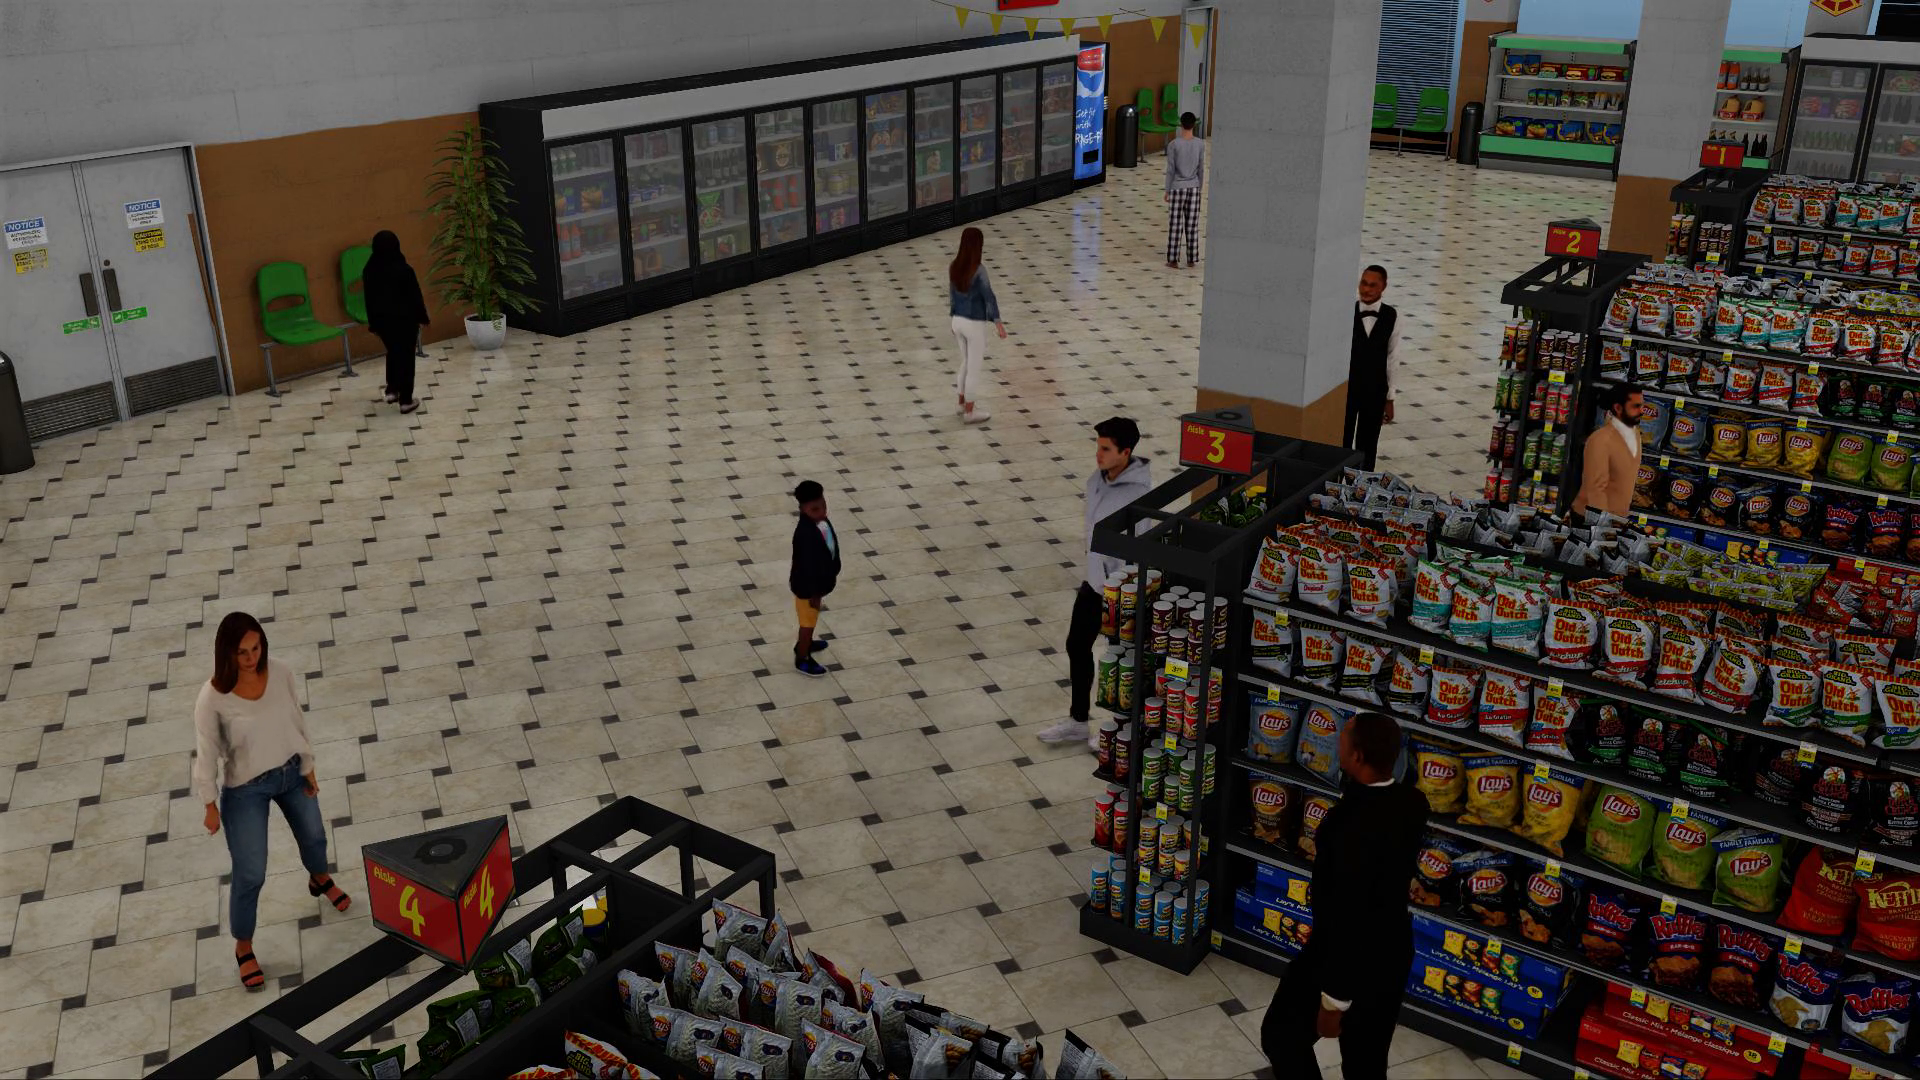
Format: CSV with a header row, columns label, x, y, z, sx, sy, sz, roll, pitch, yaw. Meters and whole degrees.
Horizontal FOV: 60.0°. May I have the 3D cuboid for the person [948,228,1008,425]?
label,x,y,z,sx,sy,sz,roll,pitch,yaw
person,0.044,-1.813,14.258,0.770,1.693,0.653,-16,27,-35

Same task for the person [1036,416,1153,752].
label,x,y,z,sx,sy,sz,roll,pitch,yaw
person,0.895,0.235,8.866,0.955,1.913,0.888,-11,24,-25

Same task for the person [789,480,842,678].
label,x,y,z,sx,sy,sz,roll,pitch,yaw
person,-0.910,0.213,9.819,0.737,1.243,0.736,-3,22,-8

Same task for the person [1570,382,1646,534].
label,x,y,z,sx,sy,sz,roll,pitch,yaw
person,3.753,-0.099,9.968,0.936,1.711,1.287,-15,27,-33

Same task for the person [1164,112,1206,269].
label,x,y,z,sx,sy,sz,roll,pitch,yaw
person,2.707,-4.211,20.020,0.694,1.847,0.752,-4,22,-10

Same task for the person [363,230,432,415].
label,x,y,z,sx,sy,sz,roll,pitch,yaw
person,-4.954,-1.877,14.534,0.706,1.607,0.816,3,22,8

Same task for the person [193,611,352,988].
label,x,y,z,sx,sy,sz,roll,pitch,yaw
person,-3.020,1.070,7.144,0.661,1.647,0.813,16,27,34

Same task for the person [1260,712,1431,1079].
label,x,y,z,sx,sy,sz,roll,pitch,yaw
person,1.442,1.499,5.756,0.721,1.886,0.760,19,29,39

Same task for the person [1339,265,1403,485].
label,x,y,z,sx,sy,sz,roll,pitch,yaw
person,2.906,-1.067,12.101,0.703,1.918,0.840,3,22,8
